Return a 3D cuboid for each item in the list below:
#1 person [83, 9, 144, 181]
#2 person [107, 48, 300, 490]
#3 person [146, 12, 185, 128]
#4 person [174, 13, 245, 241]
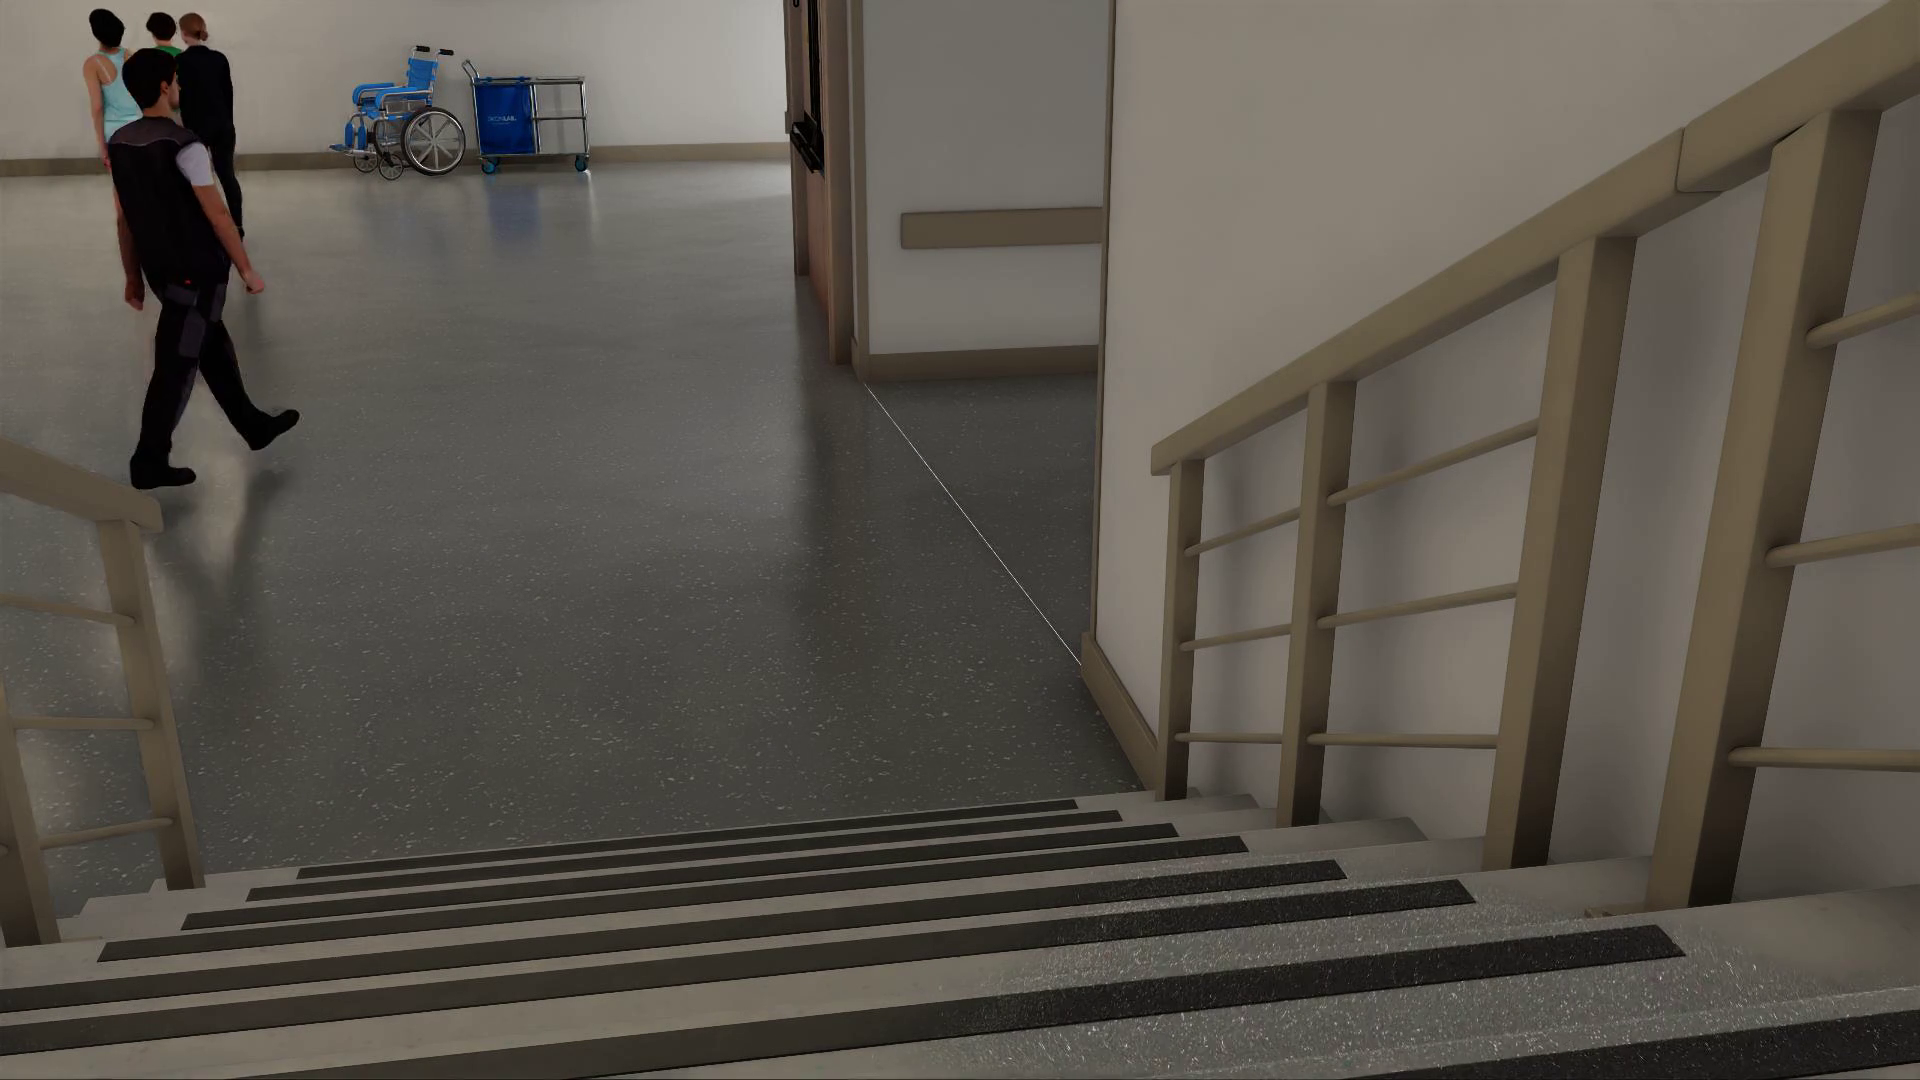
[{"bbox_3d":[-5.662,-2.718,11.419,1.155,1.745,0.993,19,28,41],"label":"person"},{"bbox_3d":[-3.353,-1.082,7.020,1.113,1.803,1.259,11,23,26],"label":"person"},{"bbox_3d":[-6.110,-3.260,13.001,0.719,1.639,0.750,-17,27,-38],"label":"person"},{"bbox_3d":[-5.479,-2.988,12.262,1.045,1.653,0.979,14,25,33],"label":"person"}]
